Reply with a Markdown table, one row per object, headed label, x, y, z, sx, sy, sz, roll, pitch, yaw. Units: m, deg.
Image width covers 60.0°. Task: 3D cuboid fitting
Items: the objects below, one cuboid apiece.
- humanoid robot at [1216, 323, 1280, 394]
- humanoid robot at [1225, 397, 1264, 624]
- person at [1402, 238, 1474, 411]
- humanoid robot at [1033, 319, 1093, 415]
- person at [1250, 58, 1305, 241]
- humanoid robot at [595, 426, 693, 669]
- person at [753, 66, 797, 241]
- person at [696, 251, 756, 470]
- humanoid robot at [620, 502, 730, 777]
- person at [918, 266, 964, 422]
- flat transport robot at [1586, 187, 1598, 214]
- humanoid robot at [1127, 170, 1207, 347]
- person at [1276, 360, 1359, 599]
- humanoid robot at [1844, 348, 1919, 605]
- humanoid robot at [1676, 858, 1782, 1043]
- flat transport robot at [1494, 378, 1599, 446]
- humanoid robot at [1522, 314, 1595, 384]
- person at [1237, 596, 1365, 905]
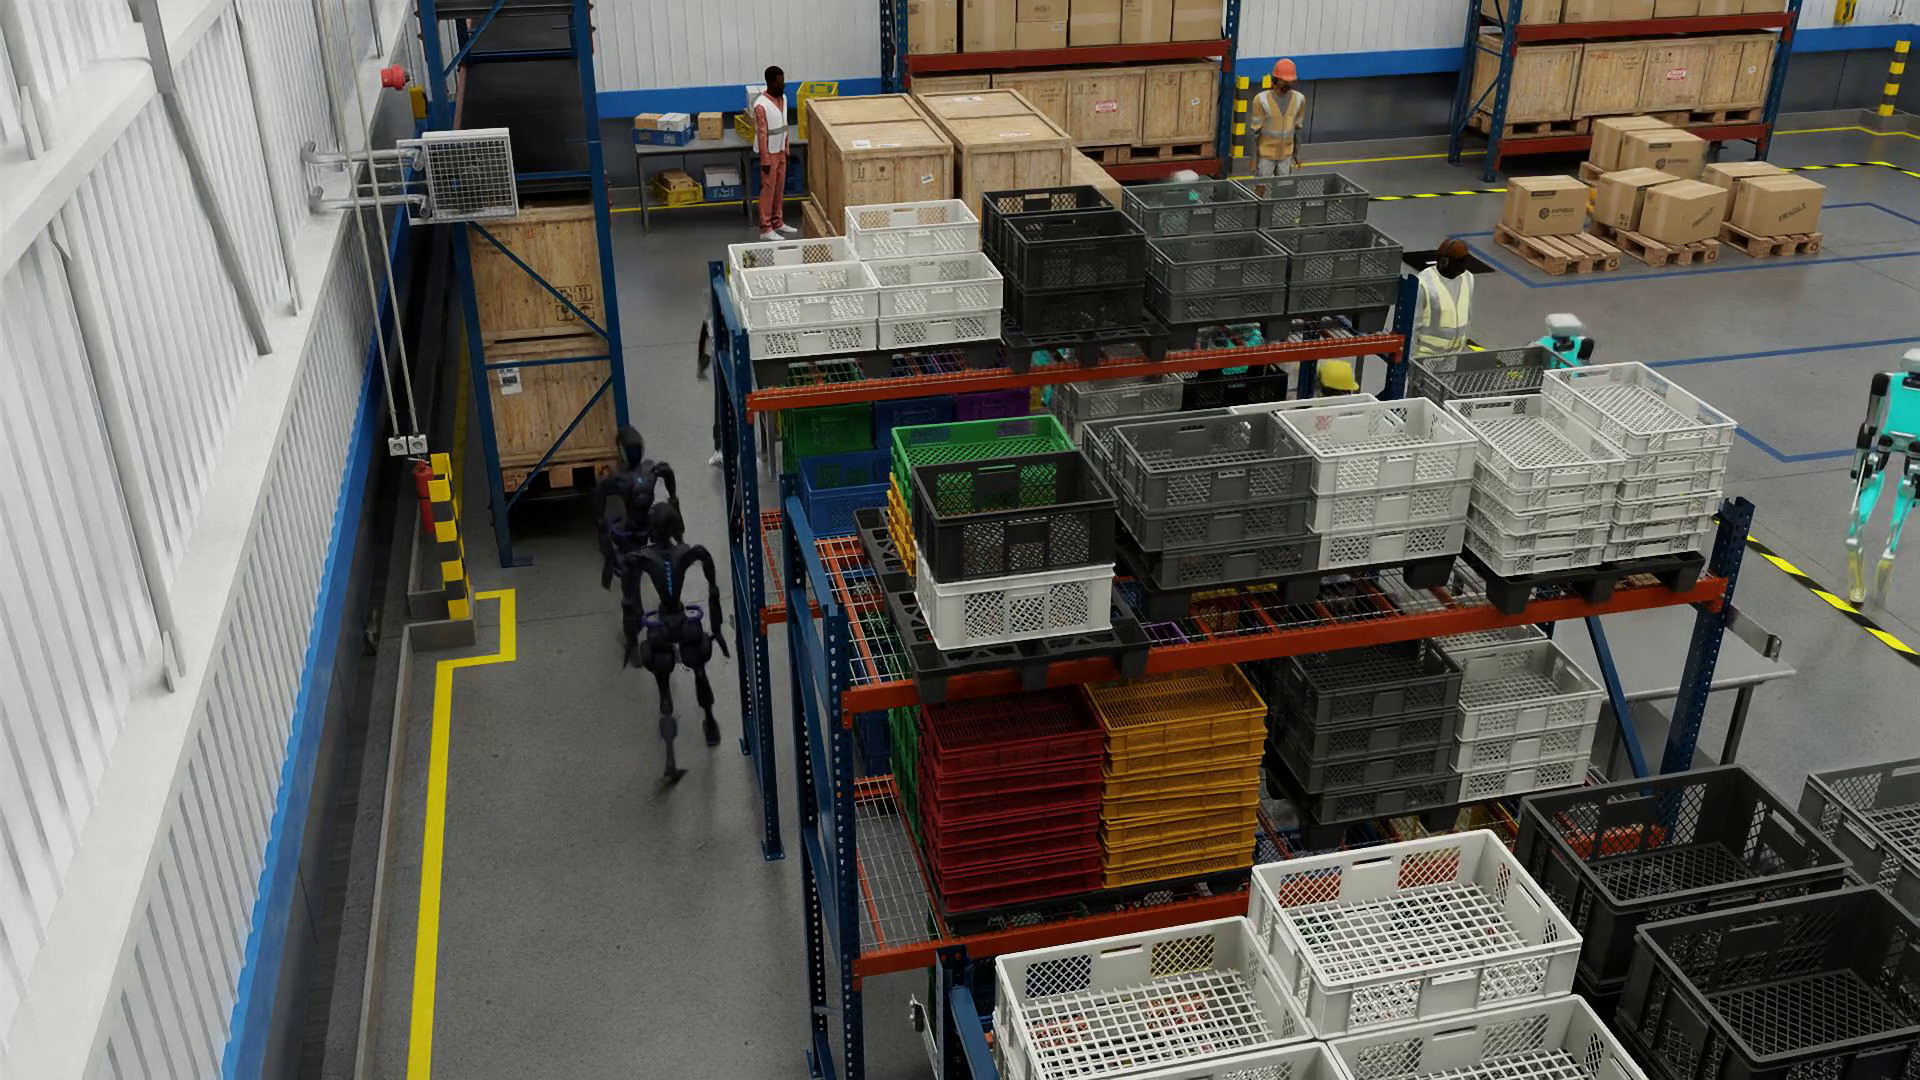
| label | x | y | z | sx | sy | sz | roll | pitch | yaw |
| --- | --- | --- | --- | --- | --- | --- | --- | --- | --- |
| humanoid robot | 1.856 | -0.789 | 11.981 | 0.531 | 1.713 | 1.009 | 24 | 36 | 37 |
| humanoid robot | 1.924 | -0.193 | 10.917 | 0.614 | 1.628 | 0.609 | -13 | 30 | -23 |
| person | 3.794 | -1.512 | 13.240 | 0.626 | 1.837 | 0.430 | -12 | 30 | -22 |
| humanoid robot | 0.834 | -1.092 | 12.519 | 0.664 | 1.780 | 0.539 | -4 | 28 | -8 |
| person | 3.448 | -4.218 | 18.146 | 0.604 | 2.046 | 0.373 | -6 | 28 | -11 |
| humanoid robot | -1.991 | 0.048 | 10.443 | 0.600 | 1.656 | 0.332 | -17 | 32 | -29 |
| person | -2.076 | -4.286 | 18.426 | 0.393 | 1.910 | 0.585 | 10 | 29 | 18 |
| person | -1.775 | -1.372 | 12.977 | 0.567 | 1.833 | 0.463 | 4 | 28 | 7 |
| humanoid robot | -1.618 | 0.575 | 9.495 | 0.608 | 1.650 | 0.637 | -7 | 29 | -14 |
| person | -0.139 | -1.244 | 12.716 | 0.507 | 1.846 | 0.346 | 22 | 35 | 36 |
| flat transport robot | 8.030 | -4.046 | 19.693 | 1.431 | 0.197 | 0.652 | -6 | 28 | -12 |
| humanoid robot | 1.829 | -2.485 | 15.217 | 1.037 | 1.740 | 0.561 | -12 | 30 | -21 |
| person | 2.447 | -0.412 | 11.248 | 0.756 | 1.737 | 0.524 | 1 | 28 | 3 |
| humanoid robot | 6.198 | -0.304 | 11.152 | 0.550 | 1.864 | 0.802 | 18 | 33 | 31 |
| humanoid robot | 3.163 | 1.960 | 6.826 | 0.462 | 1.633 | 0.586 | -14 | 31 | -24 |
| flat transport robot | 4.780 | -1.036 | 14.013 | 0.659 | 0.231 | 1.431 | -6 | 28 | -12 |
| humanoid robot | 4.279 | -0.694 | 11.811 | 0.547 | 1.738 | 1.042 | -6 | 28 | -11 |
| person | 1.733 | 1.094 | 8.273 | 0.745 | 1.845 | 0.558 | -6 | 28 | -11 |
